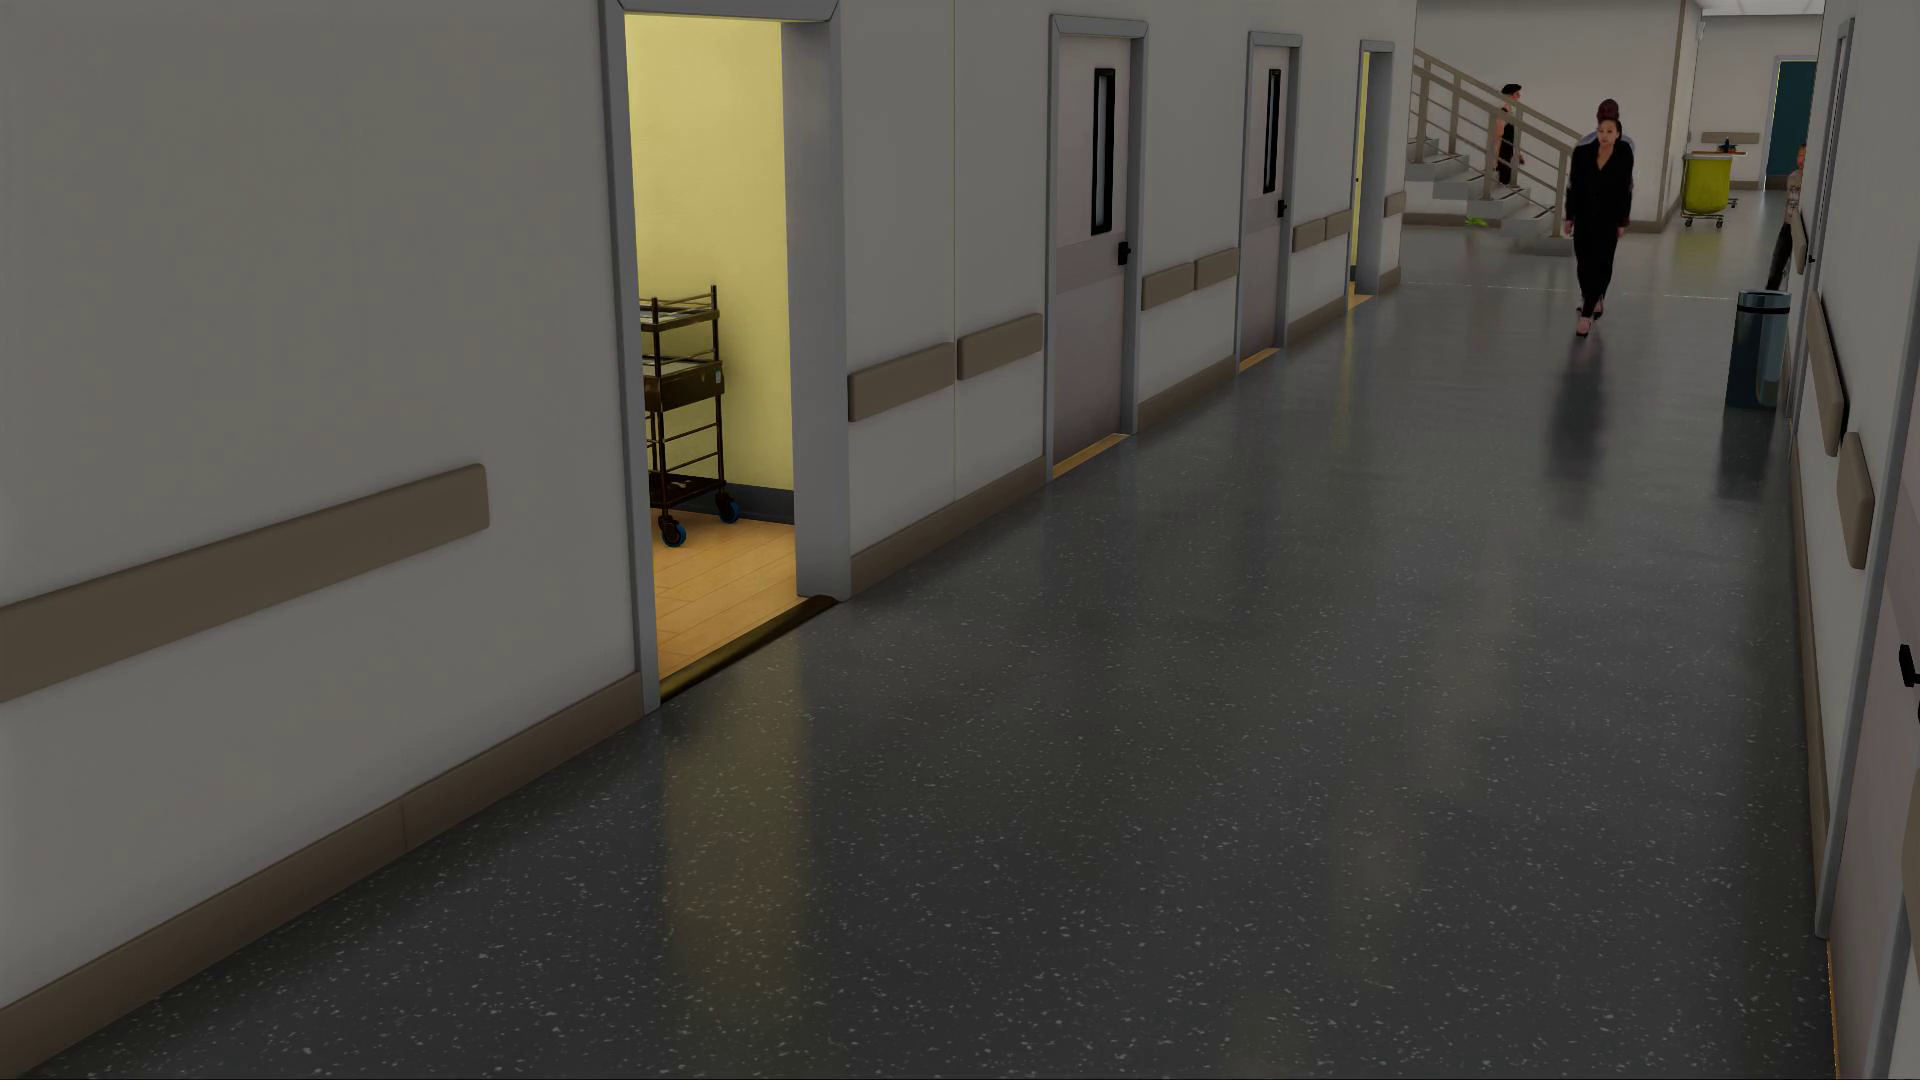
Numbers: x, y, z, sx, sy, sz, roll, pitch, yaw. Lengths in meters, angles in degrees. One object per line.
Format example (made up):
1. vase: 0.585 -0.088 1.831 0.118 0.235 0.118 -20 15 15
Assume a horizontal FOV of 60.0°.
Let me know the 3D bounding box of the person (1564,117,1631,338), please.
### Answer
1. person: 5.017 -2.448 13.110 1.030 1.682 0.774 11 19 34

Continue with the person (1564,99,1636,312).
1. person: 5.541 -2.875 14.407 1.011 1.800 0.762 8 17 25

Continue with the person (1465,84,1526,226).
1. person: 7.082 -5.036 22.000 1.197 1.839 0.740 6 17 21
